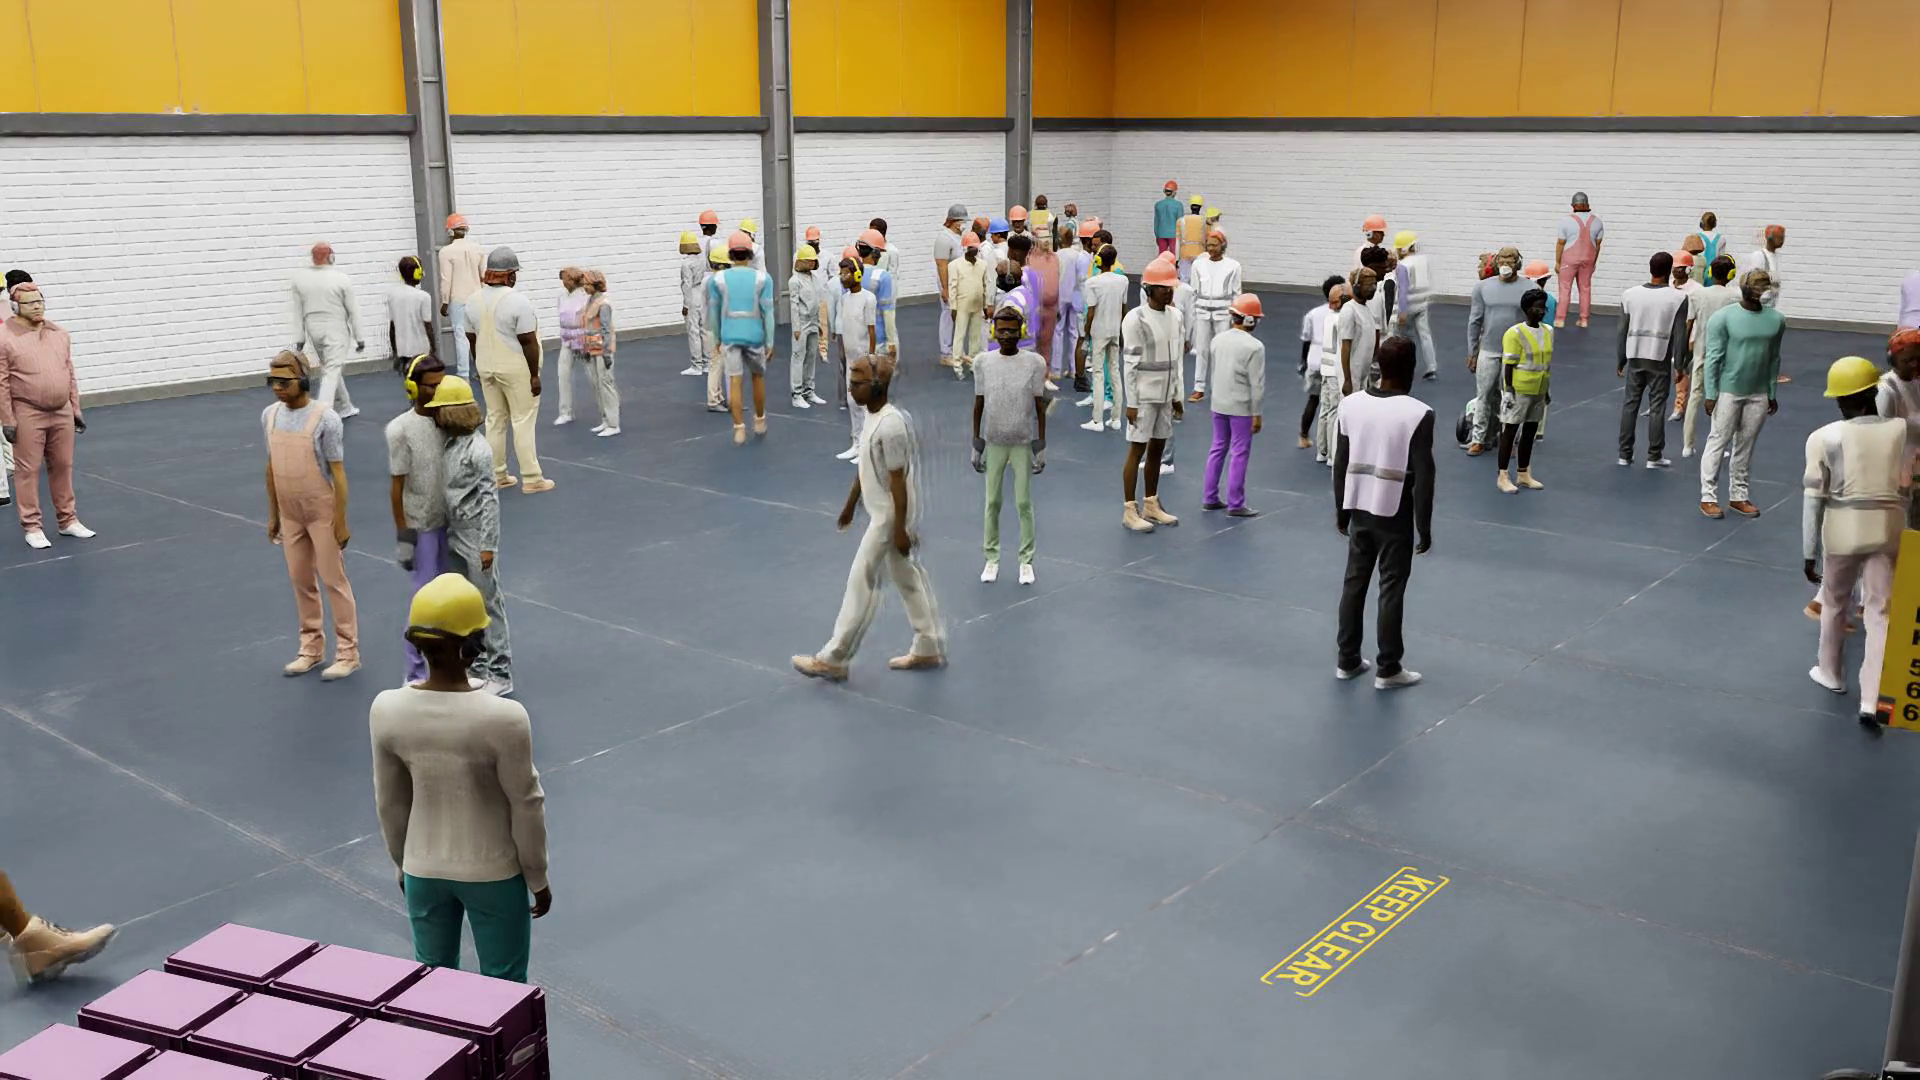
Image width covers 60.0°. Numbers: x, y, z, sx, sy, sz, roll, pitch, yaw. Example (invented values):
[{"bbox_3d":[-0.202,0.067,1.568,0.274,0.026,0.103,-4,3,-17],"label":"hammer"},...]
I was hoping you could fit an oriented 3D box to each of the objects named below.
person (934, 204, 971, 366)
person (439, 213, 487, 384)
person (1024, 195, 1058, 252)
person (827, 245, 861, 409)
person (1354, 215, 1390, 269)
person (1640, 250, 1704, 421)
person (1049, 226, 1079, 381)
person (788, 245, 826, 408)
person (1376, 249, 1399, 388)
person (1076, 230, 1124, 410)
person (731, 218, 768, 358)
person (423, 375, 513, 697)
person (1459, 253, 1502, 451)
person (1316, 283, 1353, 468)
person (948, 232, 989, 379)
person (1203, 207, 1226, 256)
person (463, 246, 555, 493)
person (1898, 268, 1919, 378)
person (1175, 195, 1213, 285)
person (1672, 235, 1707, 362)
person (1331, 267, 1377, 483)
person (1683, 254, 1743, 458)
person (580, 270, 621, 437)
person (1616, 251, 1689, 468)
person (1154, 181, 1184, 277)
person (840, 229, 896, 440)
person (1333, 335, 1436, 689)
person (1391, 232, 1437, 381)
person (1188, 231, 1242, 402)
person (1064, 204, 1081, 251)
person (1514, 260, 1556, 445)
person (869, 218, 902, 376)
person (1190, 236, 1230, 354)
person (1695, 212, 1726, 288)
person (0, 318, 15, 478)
[{"bbox_3d":[-0.015,-3.250,21.161,0.537,2.000,0.689,7,16,25],"label":"person"},{"bbox_3d":[-5.861,-2.847,19.639,0.378,1.996,0.611,12,18,39],"label":"person"},{"bbox_3d":[1.377,-4.981,28.513,0.631,1.837,0.431,2,14,9],"label":"person"},{"bbox_3d":[-1.136,-2.272,17.825,0.561,1.756,0.319,4,15,15],"label":"person"},{"bbox_3d":[4.756,-2.766,19.319,0.391,1.992,0.623,9,17,32],"label":"person"},{"bbox_3d":[7.384,-2.110,17.188,0.326,1.752,0.561,-9,16,-31],"label":"person"},{"bbox_3d":[1.254,-2.824,19.885,0.511,1.836,0.357,-8,16,-28],"label":"person"},{"bbox_3d":[-1.649,-2.314,18.024,0.297,1.745,0.484,8,16,30],"label":"person"},{"bbox_3d":[4.799,-2.464,18.833,0.309,1.641,0.514,1,14,5],"label":"person"},{"bbox_3d":[1.536,-2.359,17.848,0.392,1.920,0.592,-8,16,-28],"label":"person"},{"bbox_3d":[-2.749,-3.260,21.640,0.592,1.826,0.403,8,16,30],"label":"person"},{"bbox_3d":[-2.621,-0.007,8.807,0.322,1.742,0.493,-13,19,-43],"label":"person"},{"bbox_3d":[4.960,-1.754,15.576,0.388,1.847,0.563,9,17,32],"label":"person"},{"bbox_3d":[3.368,-1.465,14.838,0.308,1.642,0.514,-2,14,-8],"label":"person"},{"bbox_3d":[0.117,-2.819,20.023,0.562,1.750,0.329,-9,17,-33],"label":"person"},{"bbox_3d":[4.033,-4.355,26.176,0.467,1.737,0.548,1,14,6],"label":"person"},{"bbox_3d":[-3.722,-1.415,13.827,0.676,2.000,0.536,7,16,25],"label":"person"},{"bbox_3d":[9.620,-2.019,16.587,0.520,1.870,0.666,-8,16,-28],"label":"person"},{"bbox_3d":[3.728,-4.535,26.566,0.585,1.914,0.399,2,14,9],"label":"person"},{"bbox_3d":[9.371,-3.095,21.365,0.501,1.633,0.284,-10,17,-35],"label":"person"},{"bbox_3d":[3.364,-1.393,14.137,0.331,1.844,0.520,8,16,30],"label":"person"},{"bbox_3d":[6.870,-1.668,15.188,0.532,1.869,0.311,11,18,38],"label":"person"},{"bbox_3d":[-3.532,-1.830,16.337,0.316,1.630,0.514,-7,16,-26],"label":"person"},{"bbox_3d":[6.142,-1.598,14.811,0.597,1.915,0.370,12,18,39],"label":"person"},{"bbox_3d":[3.872,-5.624,30.742,0.611,1.995,0.375,9,17,32],"label":"person"},{"bbox_3d":[-0.853,-1.958,16.004,0.615,2.037,0.379,10,17,35],"label":"person"},{"bbox_3d":[2.280,-0.146,9.006,0.372,1.916,0.596,-12,18,-40],"label":"person"},{"bbox_3d":[5.392,-2.779,19.853,0.661,1.769,0.909,-11,18,-38],"label":"person"},{"bbox_3d":[2.776,-2.433,18.215,0.583,1.882,0.337,6,15,23],"label":"person"},{"bbox_3d":[1.988,-5.150,29.587,0.313,1.634,0.514,4,15,14],"label":"person"},{"bbox_3d":[5.452,-1.786,15.893,0.342,1.749,0.573,11,18,38],"label":"person"},{"bbox_3d":[-0.923,-2.943,20.210,0.389,1.910,0.593,-9,17,-31],"label":"person"},{"bbox_3d":[3.335,-3.278,22.197,0.603,1.576,0.836,8,16,29],"label":"person"},{"bbox_3d":[10.284,-3.606,23.013,0.501,1.838,0.340,0,14,1],"label":"person"},{"bbox_3d":[-8.414,-1.399,14.379,0.575,1.740,0.354,12,19,40],"label":"person"}]
